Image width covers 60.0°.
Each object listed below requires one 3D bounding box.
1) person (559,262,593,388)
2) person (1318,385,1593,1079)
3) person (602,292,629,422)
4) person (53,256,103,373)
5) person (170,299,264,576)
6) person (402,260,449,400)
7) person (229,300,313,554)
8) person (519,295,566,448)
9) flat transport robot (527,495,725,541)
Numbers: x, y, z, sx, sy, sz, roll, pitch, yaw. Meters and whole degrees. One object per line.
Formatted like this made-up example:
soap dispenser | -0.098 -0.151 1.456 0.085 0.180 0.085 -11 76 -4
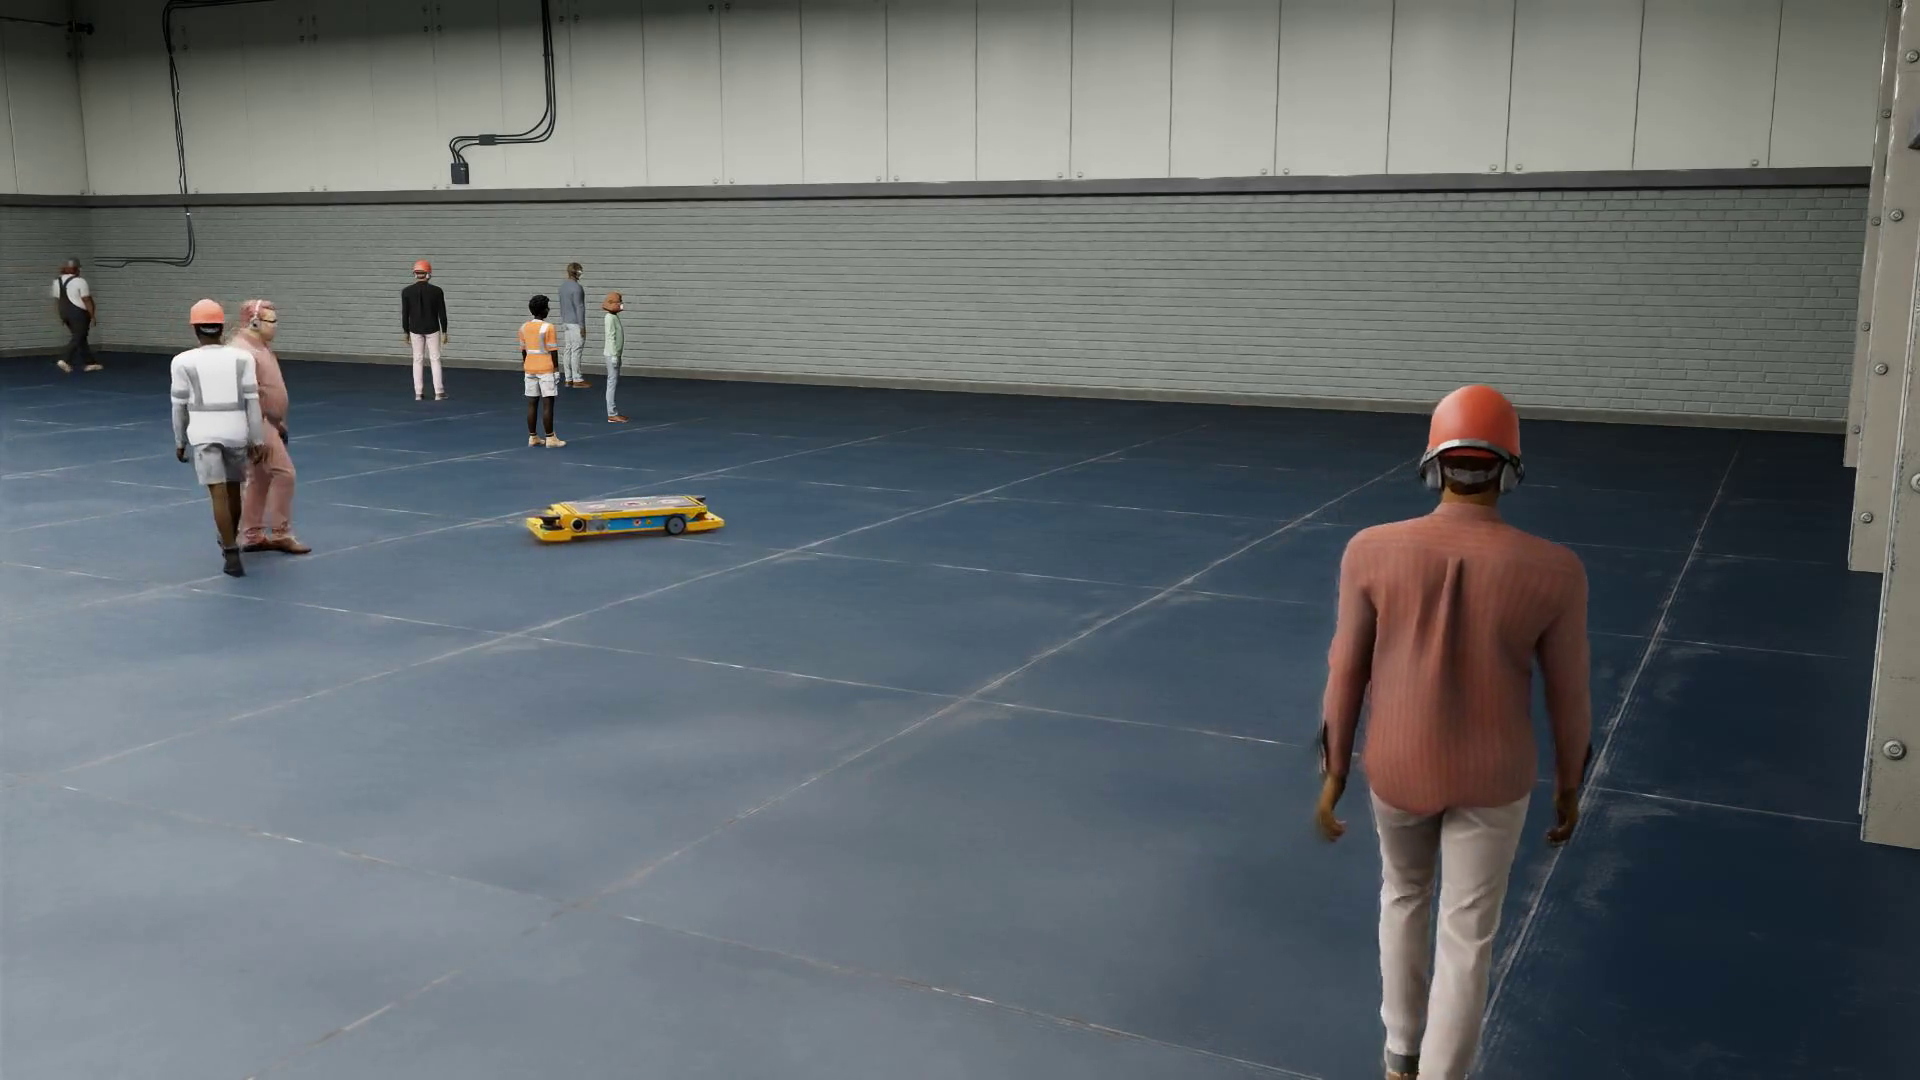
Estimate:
person | -5.968 -3.323 25.750 0.351 1.935 0.635 -8 13 -37
person | 1.314 0.577 4.374 0.660 1.968 0.774 5 11 24
person | -4.364 -2.310 21.051 0.283 1.633 0.497 -1 10 -7
person | -15.256 -3.905 28.636 0.681 2.000 0.958 5 11 24
person | -5.240 -0.732 11.709 0.554 1.894 0.965 -7 12 -33
person | -7.646 -2.995 23.805 0.623 1.989 0.399 -1 10 -3
person | -5.064 -0.813 12.242 0.671 1.878 0.735 -2 11 -13
person | -4.643 -1.869 18.472 0.541 1.696 0.315 6 12 31
flat transport robot | -2.654 -0.189 13.204 1.431 0.197 0.652 -5 11 -24
